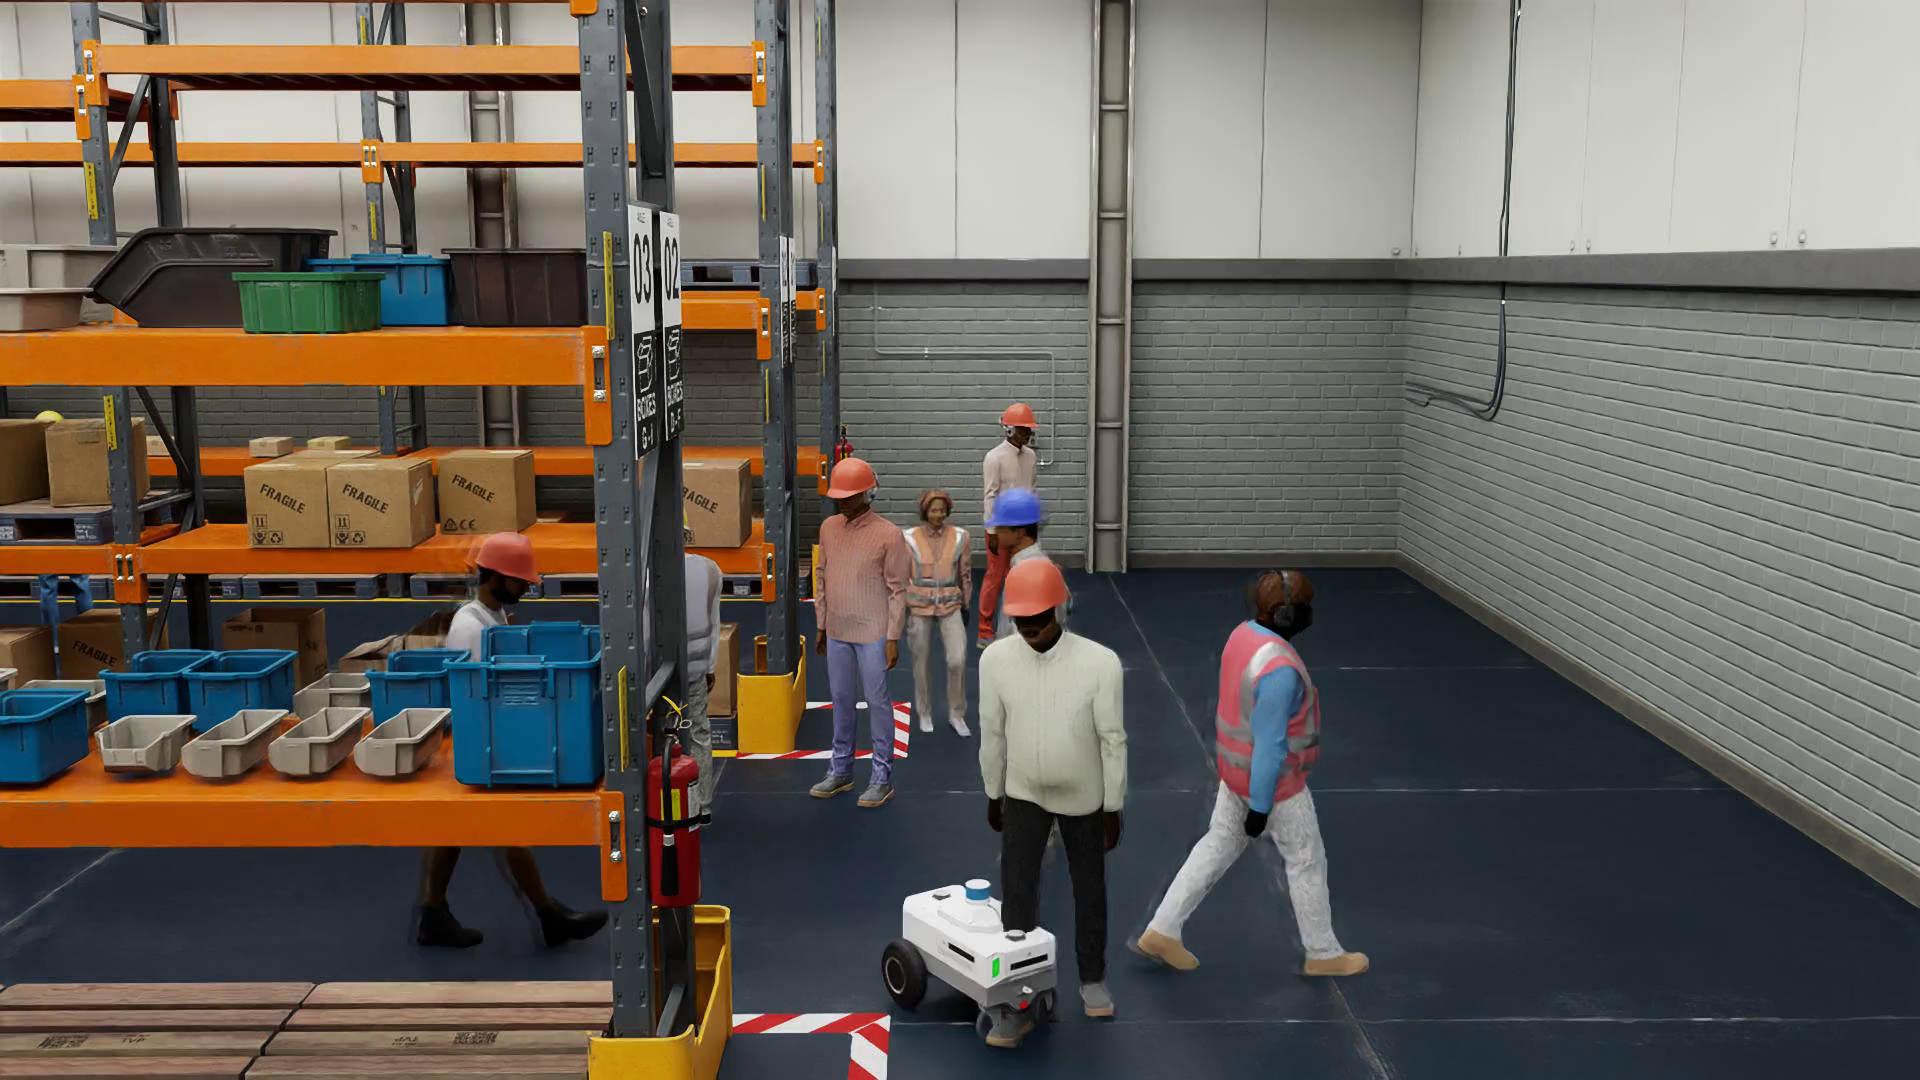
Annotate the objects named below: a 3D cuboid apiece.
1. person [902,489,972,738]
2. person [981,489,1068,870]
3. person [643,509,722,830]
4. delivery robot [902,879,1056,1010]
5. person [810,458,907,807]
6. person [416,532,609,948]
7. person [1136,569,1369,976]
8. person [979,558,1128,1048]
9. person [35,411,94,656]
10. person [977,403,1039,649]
[{"bbox_3d":[-0.159,0.484,10.758,0.523,1.619,0.584,-2,9,-10],"label":"person"},{"bbox_3d":[0.327,0.701,8.506,0.461,1.931,0.614,0,9,3],"label":"person"},{"bbox_3d":[-1.537,0.687,8.848,0.403,1.833,0.591,8,12,41],"label":"person"},{"bbox_3d":[0.073,1.621,6.740,0.477,0.478,0.707,-6,11,-34],"label":"delivery robot"},{"bbox_3d":[-0.588,0.516,9.428,0.609,1.986,0.391,6,11,33],"label":"person"},{"bbox_3d":[-2.023,0.904,7.401,0.947,1.869,0.594,-1,9,-9],"label":"person"},{"bbox_3d":[1.243,0.999,7.080,0.976,1.798,0.613,-2,9,-10],"label":"person"},{"bbox_3d":[0.368,1.011,6.588,0.617,1.940,0.712,3,10,16],"label":"person"},{"bbox_3d":[-7.103,-0.052,13.089,0.589,1.928,0.386,-4,10,-25],"label":"person"},{"bbox_3d":[0.425,-0.099,13.242,0.433,1.981,0.631,8,12,40],"label":"person"}]
